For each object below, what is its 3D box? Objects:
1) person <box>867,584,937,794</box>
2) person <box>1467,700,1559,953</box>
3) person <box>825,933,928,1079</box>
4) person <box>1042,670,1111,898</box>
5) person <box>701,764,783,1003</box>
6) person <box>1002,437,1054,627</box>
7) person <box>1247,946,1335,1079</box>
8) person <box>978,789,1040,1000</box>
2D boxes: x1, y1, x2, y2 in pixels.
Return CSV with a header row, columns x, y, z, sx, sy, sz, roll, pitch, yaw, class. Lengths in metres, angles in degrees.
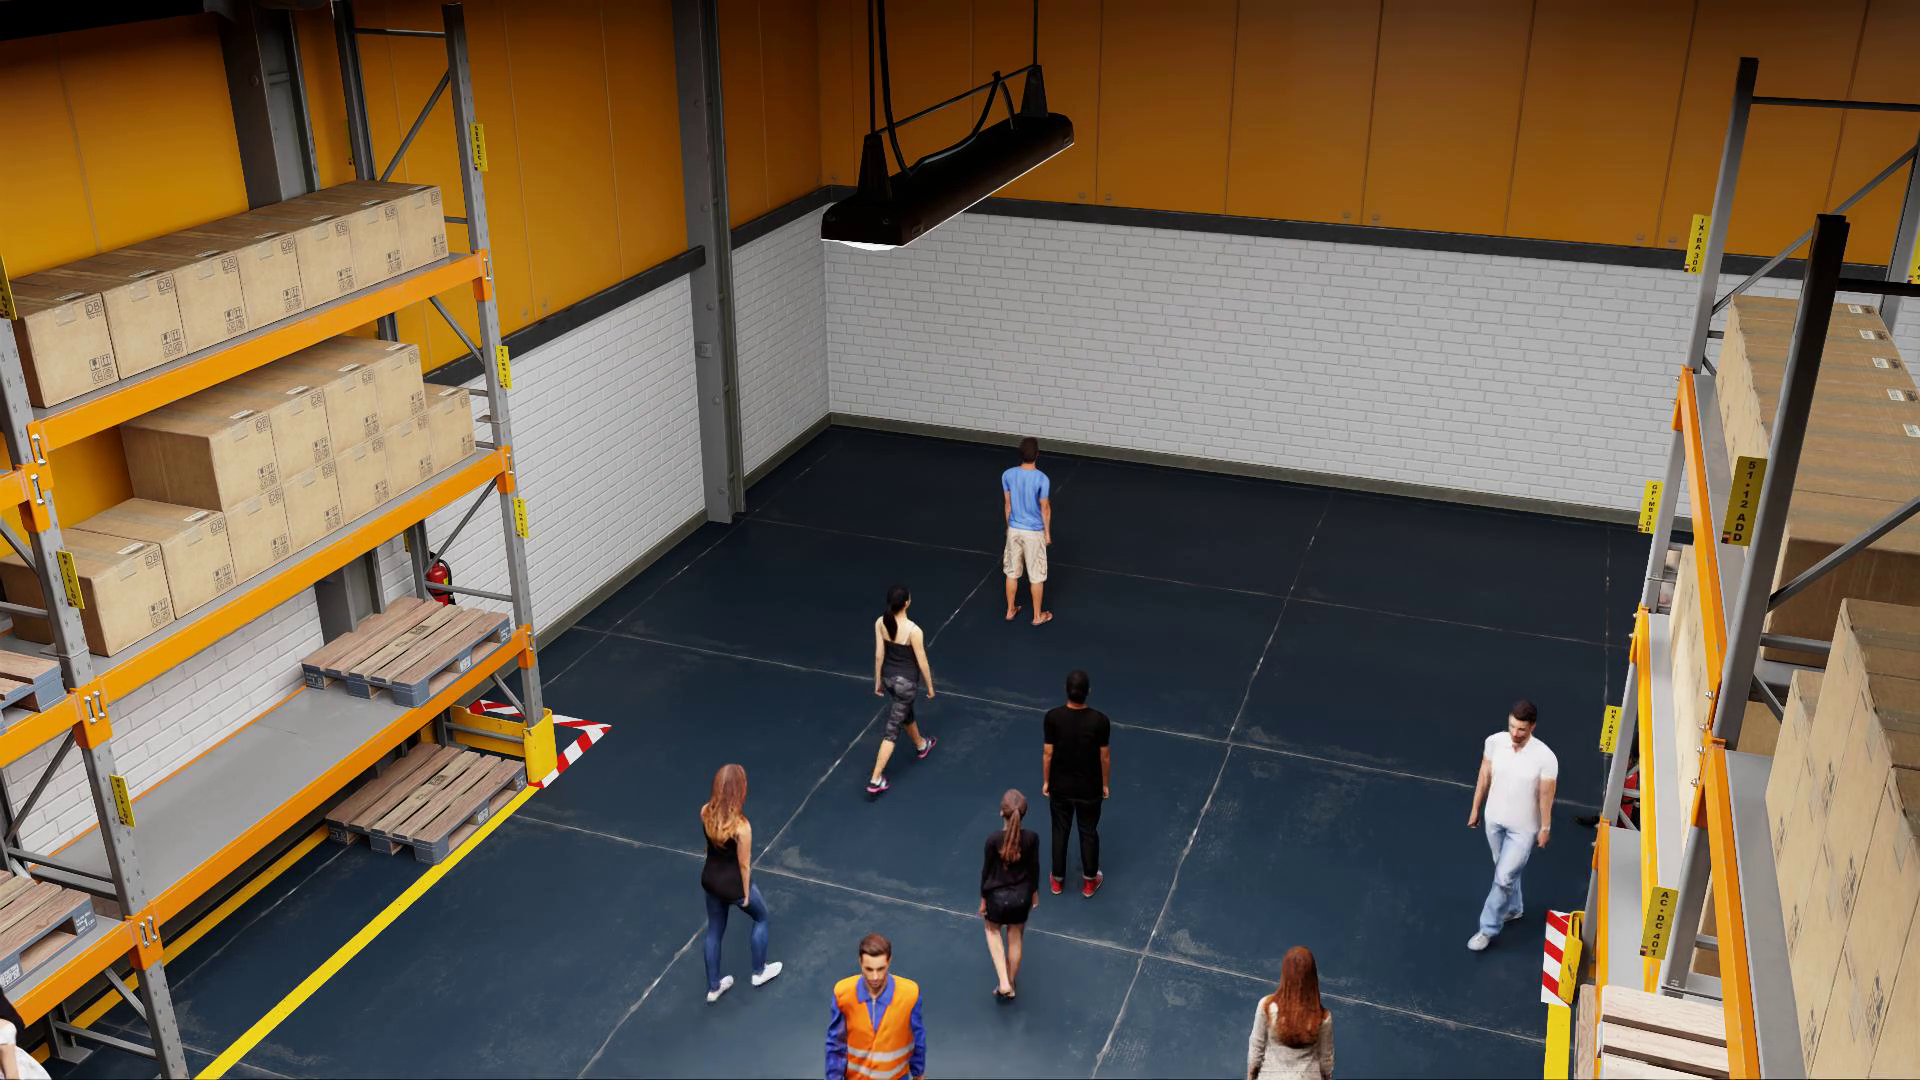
x,y,z,sx,sy,sz,roll,pitch,yaw,class
-0.520,1.201,13.081,0.769,1.676,1.217,14,27,29,person
3.822,1.878,11.345,1.070,1.826,0.961,-16,28,-33,person
-0.466,2.877,9.076,0.979,1.813,1.329,0,24,0,person
0.818,1.723,11.786,0.668,1.756,0.593,4,24,8,person
-1.534,2.246,10.659,0.661,1.700,0.795,13,27,27,person
0.632,-0.089,15.799,0.659,1.862,0.584,11,26,24,person
1.743,2.996,8.948,0.614,1.697,0.602,11,26,23,person
0.326,2.321,10.675,0.689,1.550,0.757,-3,24,-8,person
